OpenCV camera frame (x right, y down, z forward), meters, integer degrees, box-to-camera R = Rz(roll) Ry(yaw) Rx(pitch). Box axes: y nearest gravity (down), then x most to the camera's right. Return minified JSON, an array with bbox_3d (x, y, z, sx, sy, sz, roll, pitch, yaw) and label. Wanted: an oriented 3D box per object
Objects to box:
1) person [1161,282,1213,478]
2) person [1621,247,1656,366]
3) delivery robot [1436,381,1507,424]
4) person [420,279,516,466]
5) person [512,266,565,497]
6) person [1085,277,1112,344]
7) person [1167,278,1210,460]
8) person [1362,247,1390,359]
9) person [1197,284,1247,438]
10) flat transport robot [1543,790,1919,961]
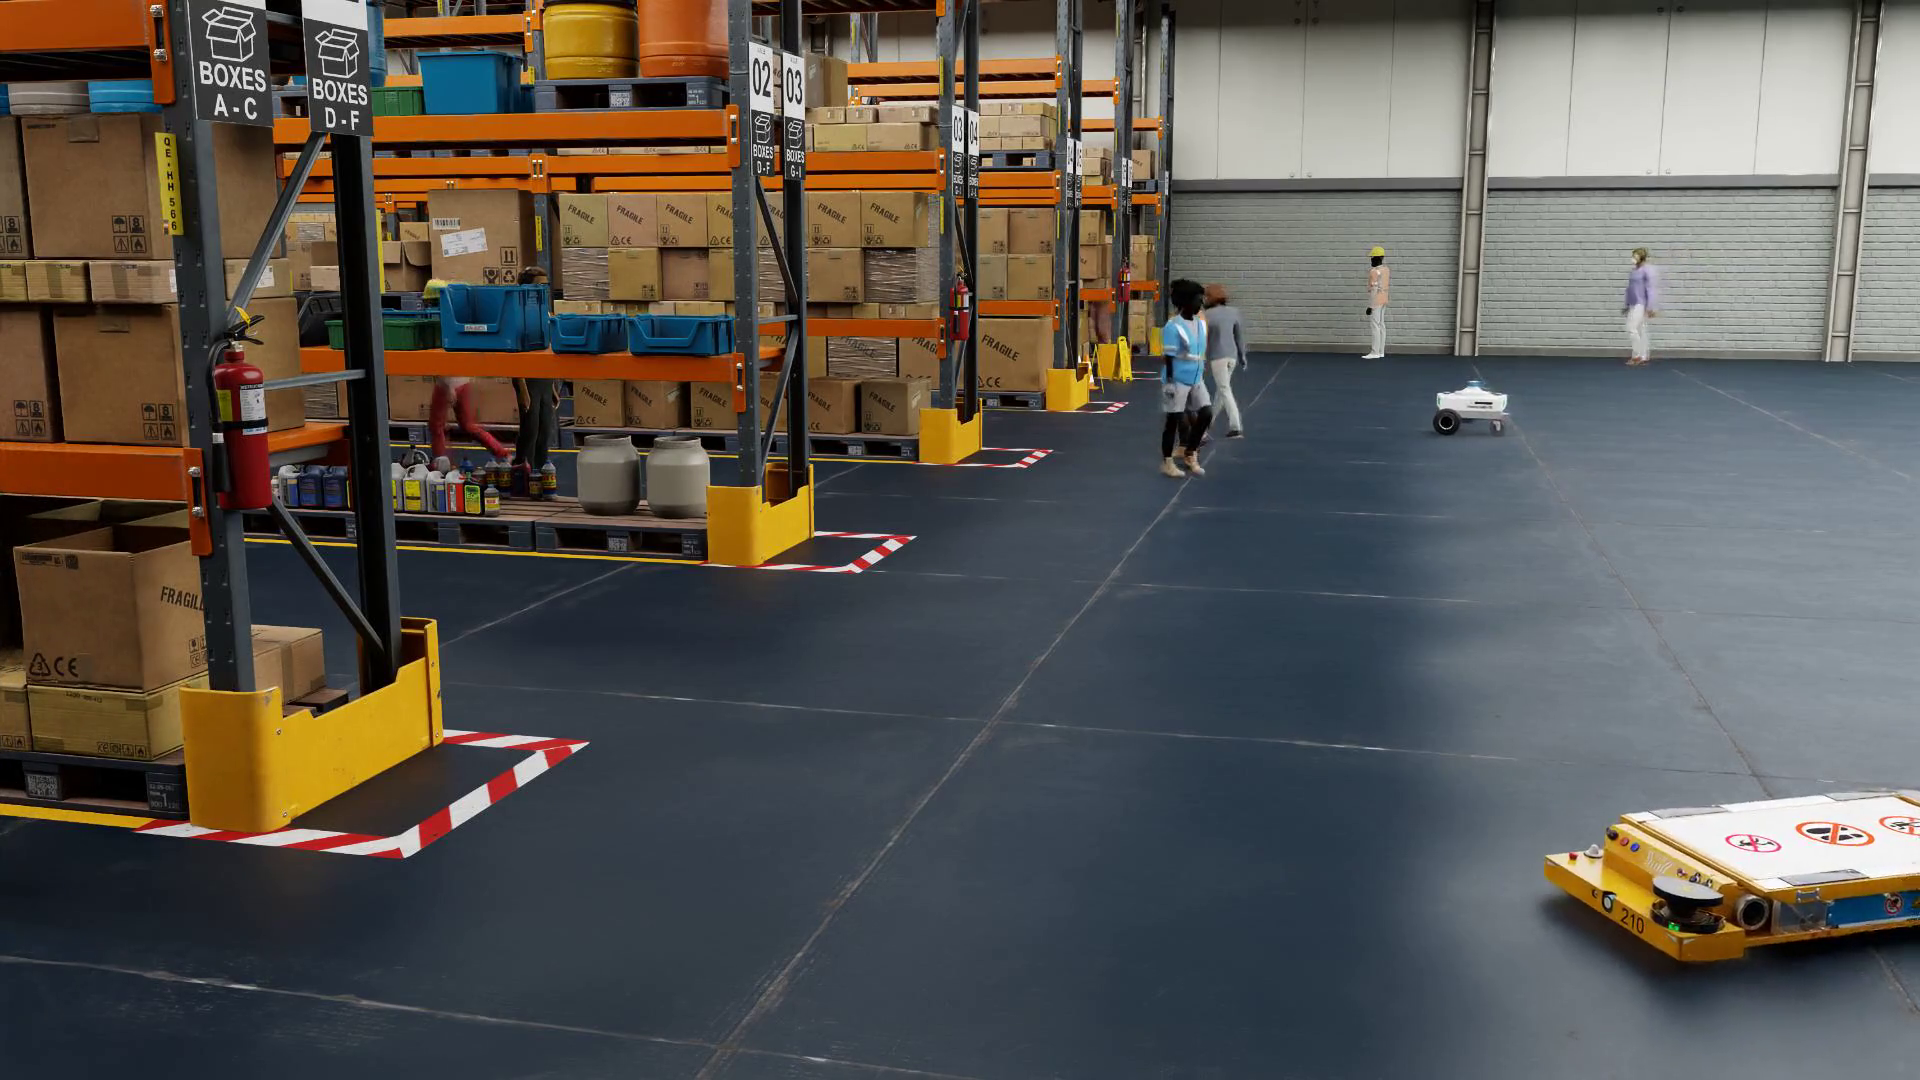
[{"bbox_3d":[1.951,-1.358,14.233,0.555,1.677,0.492,-9,14,-42],"label":"person"},{"bbox_3d":[10.972,-3.778,27.004,0.599,1.919,0.626,0,10,0],"label":"person"},{"bbox_3d":[5.398,-1.433,17.536,0.707,0.478,0.477,3,11,18],"label":"delivery robot"},{"bbox_3d":[-4.102,-1.279,13.698,0.784,1.737,0.537,1,10,6],"label":"person"},{"bbox_3d":[-3.219,-1.150,12.652,0.345,1.846,0.508,2,11,13],"label":"person"},{"bbox_3d":[2.322,-3.816,27.299,0.430,1.891,0.637,-7,12,-35],"label":"person"},{"bbox_3d":[2.065,-1.586,15.481,0.367,1.683,0.545,8,13,38],"label":"person"},{"bbox_3d":[7.185,-4.086,28.692,0.364,1.928,0.587,7,13,35],"label":"person"},{"bbox_3d":[2.677,-1.874,17.364,0.529,1.580,0.854,-7,12,-33],"label":"person"},{"bbox_3d":[2.611,1.001,5.097,1.431,0.197,0.652,-3,11,-14],"label":"flat transport robot"}]
